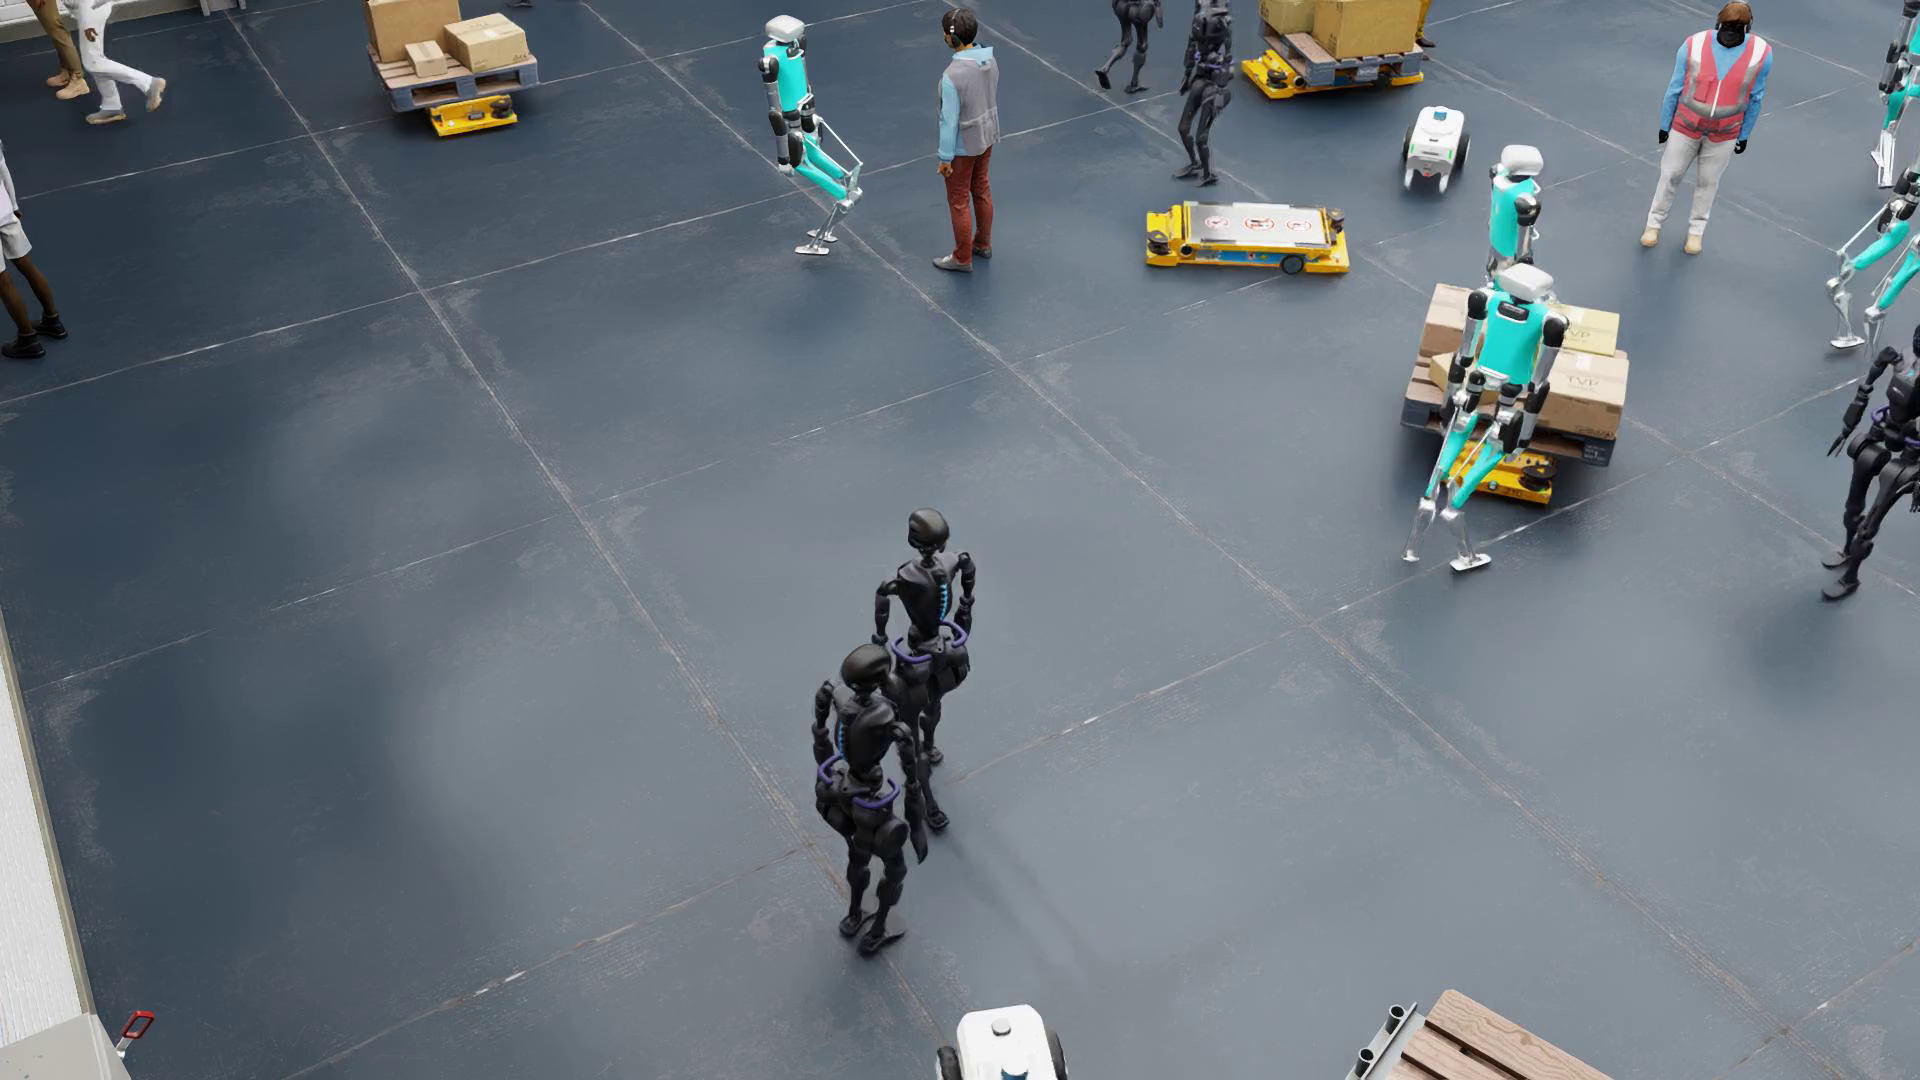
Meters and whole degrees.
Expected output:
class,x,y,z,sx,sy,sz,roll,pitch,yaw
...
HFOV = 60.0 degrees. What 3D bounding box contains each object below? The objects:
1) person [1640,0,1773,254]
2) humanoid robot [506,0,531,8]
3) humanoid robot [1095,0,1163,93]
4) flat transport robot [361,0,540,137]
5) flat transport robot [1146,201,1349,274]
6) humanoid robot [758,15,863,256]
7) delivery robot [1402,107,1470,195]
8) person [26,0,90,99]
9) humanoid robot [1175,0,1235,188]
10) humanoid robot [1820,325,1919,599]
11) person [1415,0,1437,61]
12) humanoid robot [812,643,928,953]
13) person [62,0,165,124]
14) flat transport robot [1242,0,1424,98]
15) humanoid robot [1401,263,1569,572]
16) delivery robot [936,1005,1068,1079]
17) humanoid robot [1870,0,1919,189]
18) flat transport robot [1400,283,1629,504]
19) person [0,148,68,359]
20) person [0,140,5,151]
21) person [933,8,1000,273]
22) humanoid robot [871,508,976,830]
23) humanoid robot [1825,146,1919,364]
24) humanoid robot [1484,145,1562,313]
class,x,y,z,sx,sy,sz,roll,pitch,yaw
person,5.236,-2.892,11.687,0.629,1.836,0.431,13,40,16
humanoid robot,-4.013,-5.789,15.484,0.691,1.626,0.595,-10,39,-12
humanoid robot,1.401,-4.520,13.861,0.519,1.635,0.601,-23,44,-27
flat transport robot,-4.269,-3.823,14.115,0.659,0.231,1.431,-17,42,-20
flat transport robot,2.075,-2.197,12.064,1.431,0.231,0.659,3,39,4
humanoid robot,-0.958,-2.747,11.468,0.735,1.677,0.533,14,40,17
delivery robot,3.698,-3.076,12.952,0.499,0.606,0.807,13,40,15
person,-7.685,-4.596,13.885,0.363,1.767,0.531,-23,44,-26
humanoid robot,1.863,-3.451,12.515,0.333,1.656,0.594,-16,41,-19
humanoid robot,4.880,-0.467,8.747,0.453,1.641,0.611,-17,41,-20
person,4.149,-5.106,14.550,0.343,1.750,0.531,14,41,17
humanoid robot,-0.398,1.059,6.822,0.603,1.648,0.314,28,46,30
person,-6.955,-4.249,13.363,0.585,1.868,0.589,-16,41,-19
flat transport robot,3.252,-4.125,14.497,1.431,0.231,0.659,-9,39,-11
humanoid robot,2.681,-0.535,8.788,0.551,1.779,0.792,28,46,30
delivery robot,0.200,2.155,6.346,0.499,0.599,0.784,-6,39,-8
humanoid robot,7.163,-3.507,12.529,0.559,1.735,1.010,7,39,8
flat transport robot,3.369,-0.748,10.236,0.659,0.231,1.431,13,40,16
person,-6.207,-2.055,10.543,0.373,1.935,0.550,9,39,12
person,-7.899,-3.894,12.938,0.374,1.840,0.569,-21,43,-25
person,0.052,-2.717,11.436,0.418,1.870,0.542,23,44,26
humanoid robot,-0.190,0.545,7.496,0.597,1.643,0.613,-25,45,-28
humanoid robot,5.906,-1.864,10.527,0.773,1.864,0.548,-14,41,-17
humanoid robot,3.451,-1.547,10.069,0.725,1.778,0.545,-4,39,-5
